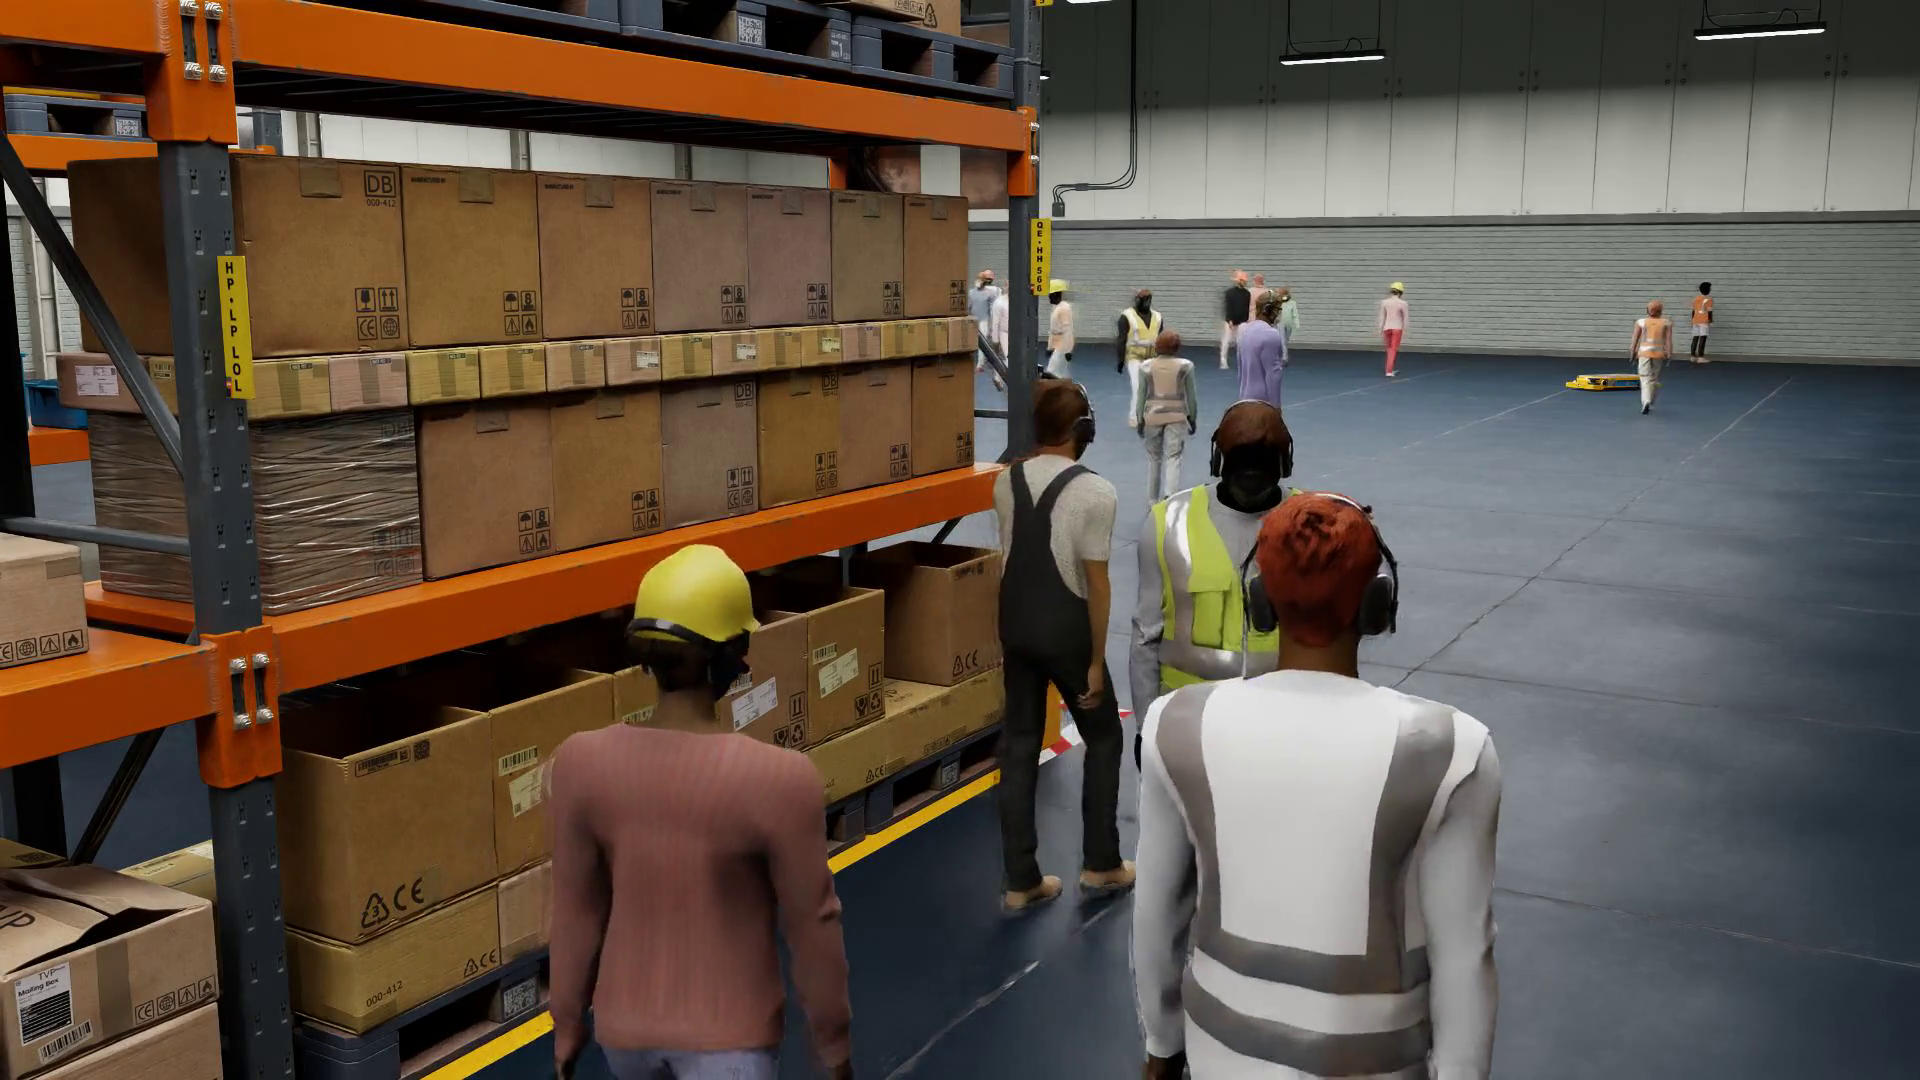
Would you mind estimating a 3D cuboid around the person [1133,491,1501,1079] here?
[{"bbox_3d":[0.575,0.842,2.726,0.604,1.861,0.563,5,11,25],"label":"person"}]

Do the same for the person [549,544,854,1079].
[{"bbox_3d":[-0.486,0.871,2.968,0.541,1.726,0.901,3,10,18],"label":"person"}]

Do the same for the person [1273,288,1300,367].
[{"bbox_3d":[6.578,-4.302,33.686,0.509,1.570,0.896,-2,10,-9],"label":"person"}]

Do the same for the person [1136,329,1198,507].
[{"bbox_3d":[1.787,-1.024,14.417,0.534,1.604,0.767,2,10,11],"label":"person"}]

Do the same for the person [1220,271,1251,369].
[{"bbox_3d":[5.434,-4.289,32.588,0.619,1.933,1.085,-4,10,-20],"label":"person"}]

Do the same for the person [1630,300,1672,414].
[{"bbox_3d":[9.826,-2.602,23.635,0.534,1.616,0.777,2,10,12],"label":"person"}]

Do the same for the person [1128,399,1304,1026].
[{"bbox_3d":[0.781,0.526,4.648,0.626,1.842,0.429,1,10,7],"label":"person"}]

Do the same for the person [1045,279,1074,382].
[{"bbox_3d":[1.390,-2.736,23.550,0.501,1.903,0.607,-1,10,-4],"label":"person"}]

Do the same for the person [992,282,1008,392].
[{"bbox_3d":[0.794,-3.292,26.943,0.648,1.872,0.914,-7,12,-37],"label":"person"}]

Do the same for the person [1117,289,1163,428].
[{"bbox_3d":[2.389,-2.297,21.289,0.654,1.794,0.927,-5,11,-25],"label":"person"}]

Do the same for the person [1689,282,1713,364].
[{"bbox_3d":[15.439,-4.518,34.597,0.317,1.695,0.540,-3,10,-16],"label":"person"}]

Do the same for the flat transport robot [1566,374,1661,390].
[{"bbox_3d":[10.956,-2.657,27.867,1.431,0.197,0.652,-4,10,-20],"label":"flat transport robot"}]

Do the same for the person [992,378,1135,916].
[{"bbox_3d":[0.363,0.357,5.714,0.510,1.811,0.680,6,12,33],"label":"person"}]

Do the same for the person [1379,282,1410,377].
[{"bbox_3d":[8.087,-3.886,30.748,0.554,1.733,0.805,9,13,43],"label":"person"}]

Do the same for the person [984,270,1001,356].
[{"bbox_3d":[0.589,-4.611,34.433,0.545,1.939,0.373,-3,10,-19],"label":"person"}]

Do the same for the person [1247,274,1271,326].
[{"bbox_3d":[5.999,-4.431,33.606,0.649,1.868,0.956,0,10,1],"label":"person"}]

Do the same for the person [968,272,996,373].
[{"bbox_3d":[0.426,-4.164,31.870,0.641,1.920,0.647,7,12,34],"label":"person"}]

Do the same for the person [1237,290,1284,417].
[{"bbox_3d":[2.611,-1.186,14.398,0.371,1.934,0.627,-3,10,-16],"label":"person"}]
